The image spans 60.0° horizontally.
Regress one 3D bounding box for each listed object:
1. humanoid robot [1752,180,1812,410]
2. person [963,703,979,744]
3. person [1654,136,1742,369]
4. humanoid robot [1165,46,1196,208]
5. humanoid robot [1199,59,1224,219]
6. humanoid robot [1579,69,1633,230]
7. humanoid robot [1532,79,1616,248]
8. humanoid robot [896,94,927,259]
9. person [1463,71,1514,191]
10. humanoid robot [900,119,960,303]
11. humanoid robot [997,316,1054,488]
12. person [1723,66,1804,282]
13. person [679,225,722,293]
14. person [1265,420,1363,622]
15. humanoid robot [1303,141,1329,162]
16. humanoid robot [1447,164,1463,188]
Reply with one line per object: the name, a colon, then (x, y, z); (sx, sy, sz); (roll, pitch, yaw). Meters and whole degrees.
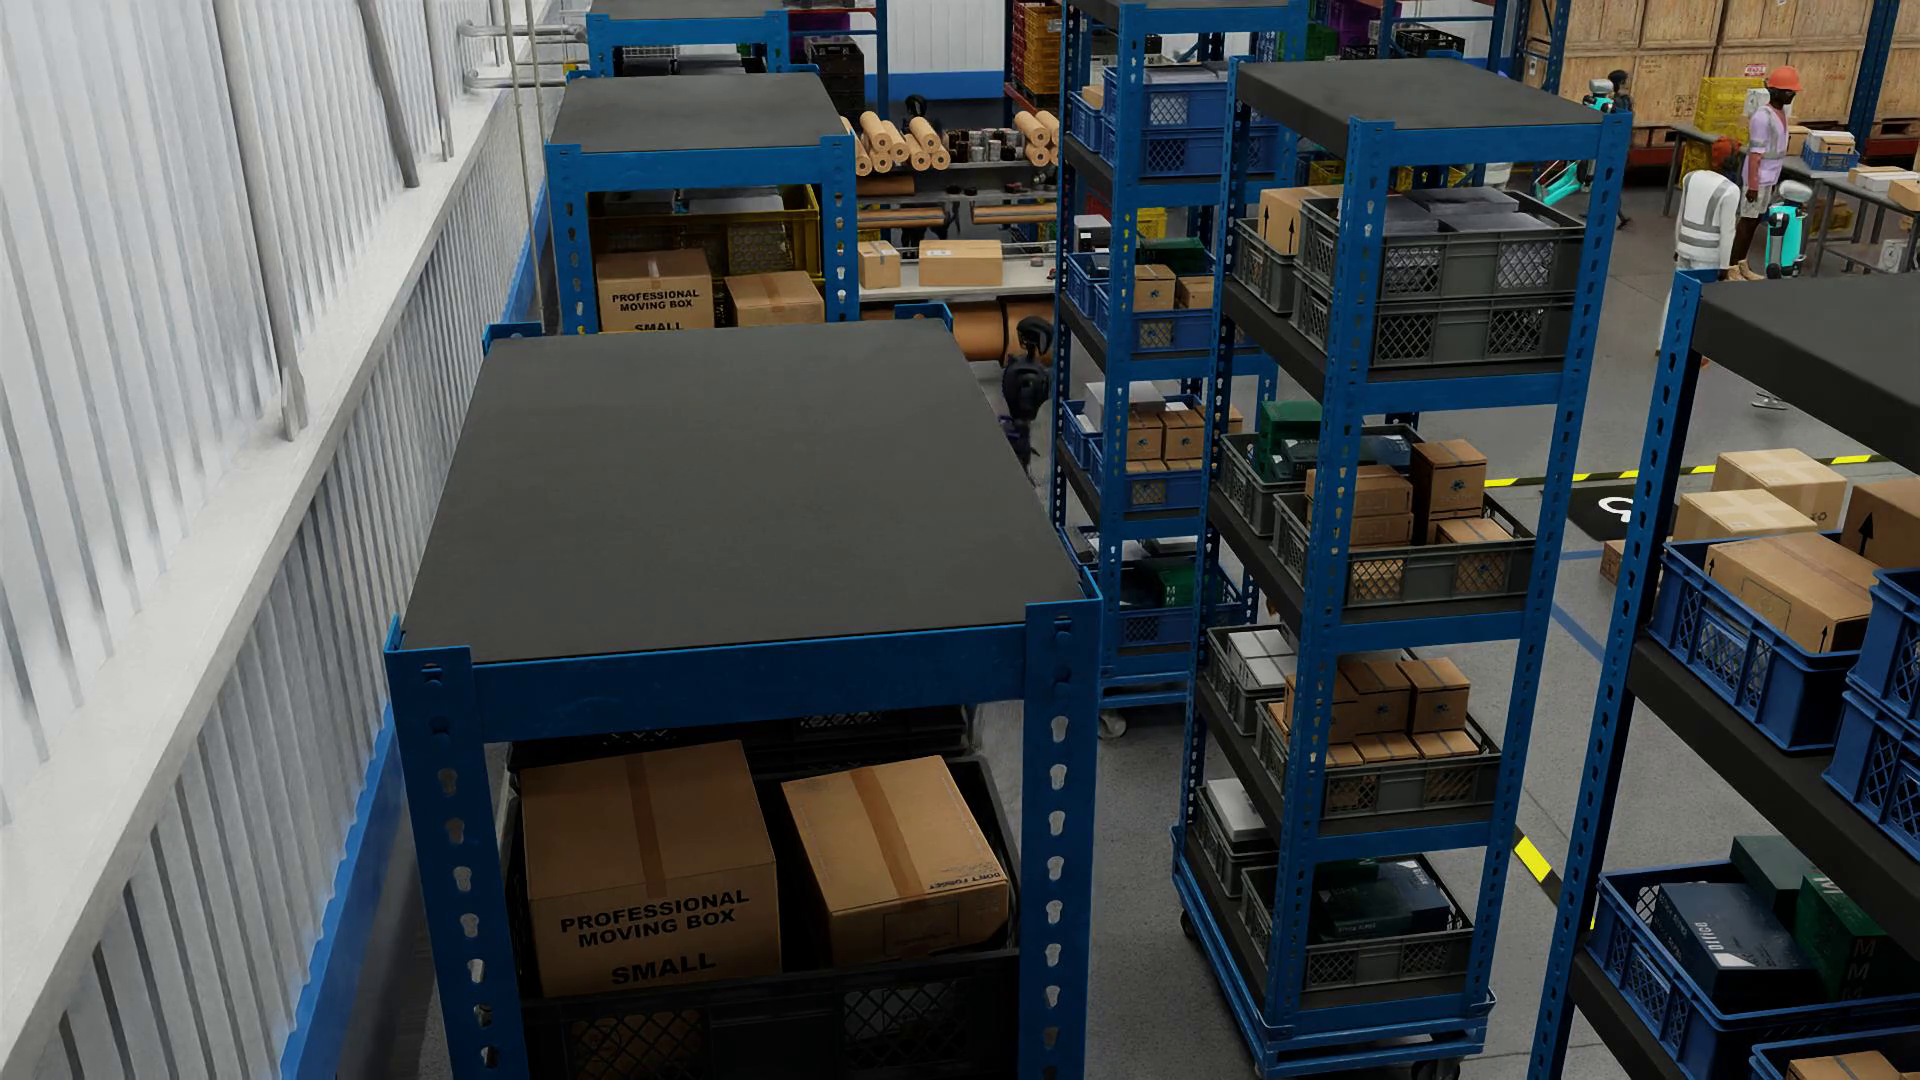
humanoid robot: (6.216, -1.765, 12.220); (0.735, 1.675, 0.533); (17, 30, 33)
person: (-0.195, 0.794, 6.631); (0.645, 1.895, 1.003); (-10, 26, -20)
person: (5.964, -2.300, 13.376); (0.360, 1.879, 0.580); (-9, 26, -18)
humanoid robot: (2.265, -4.487, 18.226); (0.679, 1.751, 0.548); (-9, 26, -19)
humanoid robot: (2.583, -4.308, 17.930); (0.834, 1.786, 0.584); (-22, 33, -40)
humanoid robot: (6.967, -4.143, 17.676); (0.612, 1.647, 0.729); (-16, 29, -31)
humanoid robot: (5.972, -3.682, 16.428); (0.742, 1.690, 0.531); (-2, 25, -4)
humanoid robot: (-0.437, -3.501, 16.206); (0.315, 1.657, 0.599); (9, 26, 20)
person: (5.008, -3.466, 15.824); (0.613, 1.945, 0.404); (-14, 28, -27)
humanoid robot: (-0.294, -3.050, 15.286); (0.621, 1.630, 0.736); (3, 25, 7)
humanoid robot: (0.290, -0.506, 9.722); (0.484, 1.644, 0.612); (1, 25, 1)
person: (7.491, -3.367, 15.497); (0.370, 2.042, 0.613); (19, 31, 36)
person: (-1.872, -1.478, 11.481); (0.612, 1.963, 0.361); (15, 29, 29)
person: (1.735, 0.201, 7.966); (0.589, 1.853, 0.375); (-4, 25, -9)
humanoid robot: (4.067, -4.514, 18.453); (0.693, 1.868, 0.540); (9, 26, 19)
humanoid robot: (5.300, -4.192, 17.730); (0.412, 1.651, 0.589); (18, 30, 34)
